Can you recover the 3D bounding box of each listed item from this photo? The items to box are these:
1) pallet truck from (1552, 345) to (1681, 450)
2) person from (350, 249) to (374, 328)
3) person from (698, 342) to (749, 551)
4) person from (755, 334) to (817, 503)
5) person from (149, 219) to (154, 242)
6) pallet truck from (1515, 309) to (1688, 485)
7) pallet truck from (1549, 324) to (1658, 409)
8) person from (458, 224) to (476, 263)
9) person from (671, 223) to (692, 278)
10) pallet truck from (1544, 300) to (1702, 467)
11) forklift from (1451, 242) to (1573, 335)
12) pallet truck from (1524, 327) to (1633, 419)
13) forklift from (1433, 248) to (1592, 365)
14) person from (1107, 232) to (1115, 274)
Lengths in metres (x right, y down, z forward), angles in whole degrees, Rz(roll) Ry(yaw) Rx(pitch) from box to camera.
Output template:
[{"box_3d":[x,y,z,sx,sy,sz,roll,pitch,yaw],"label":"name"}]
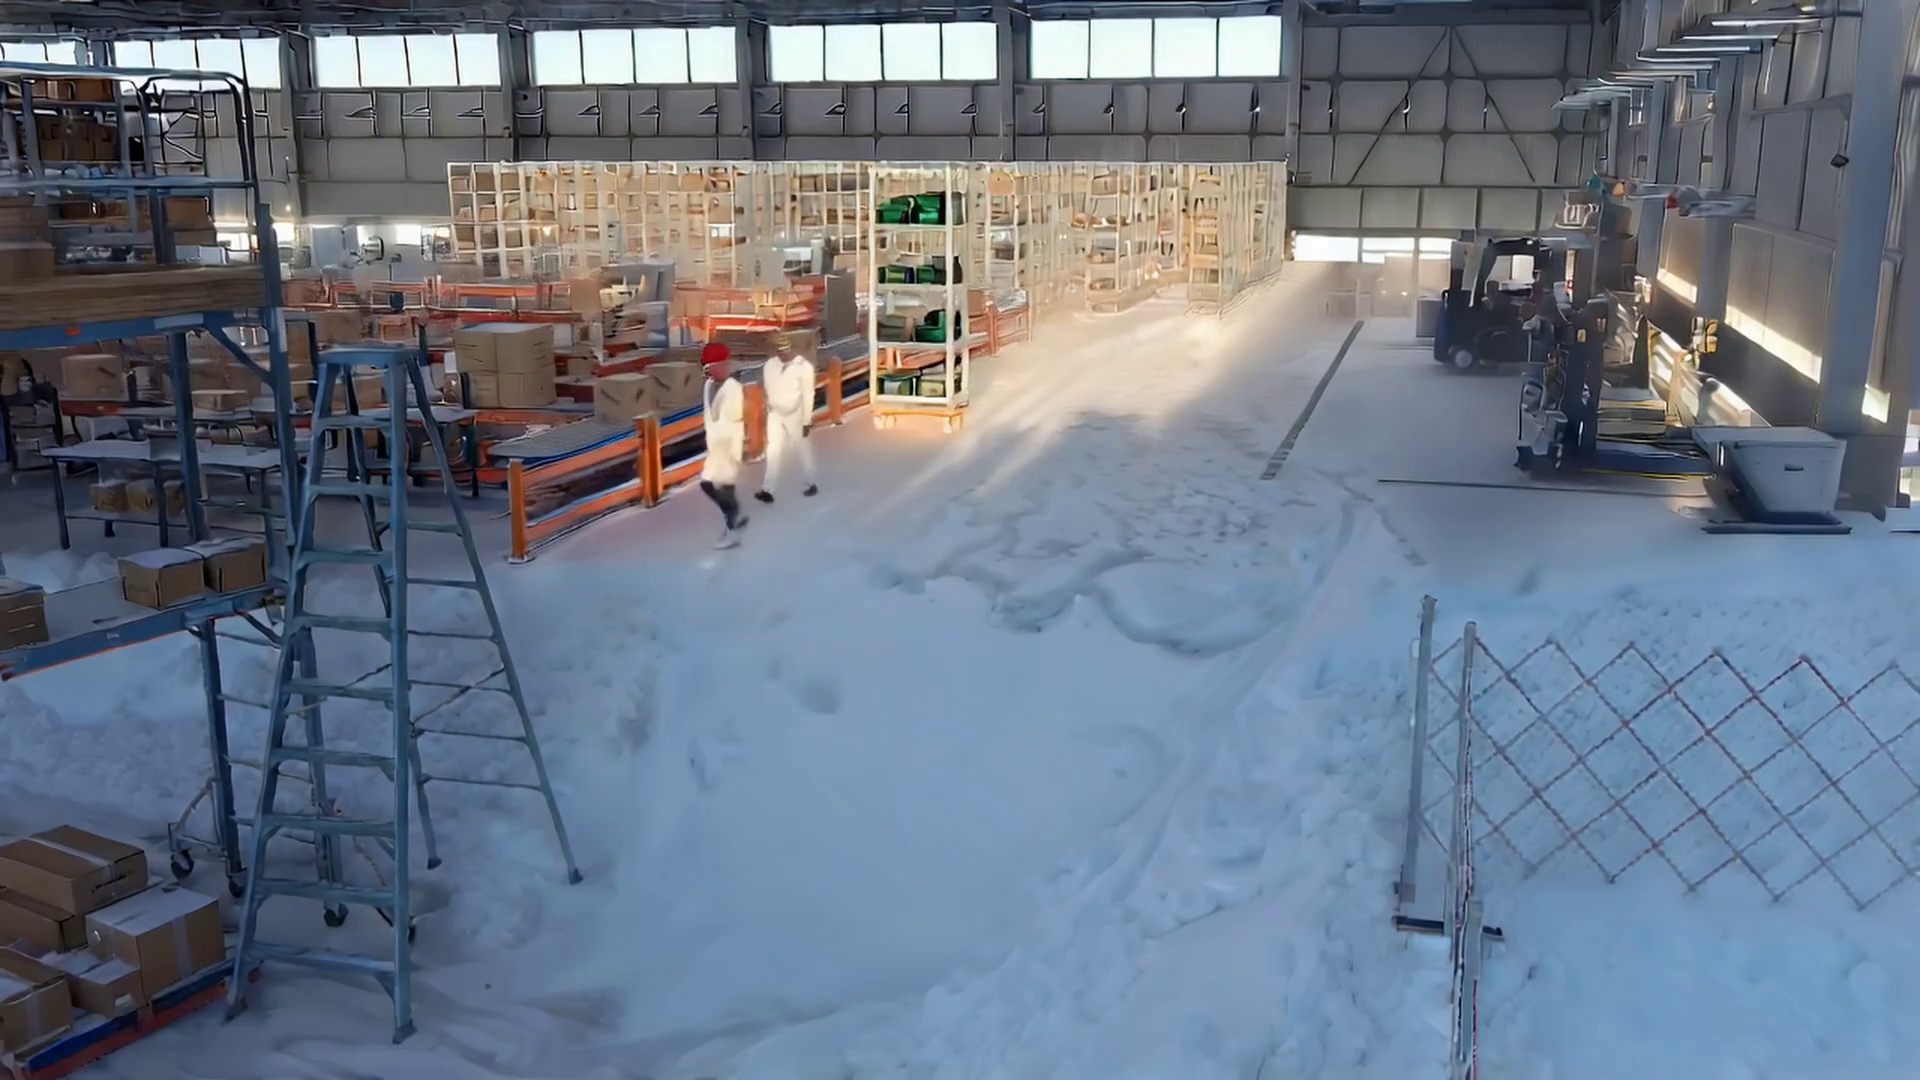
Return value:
[{"box_3d":[8.641,-1.896,21.908,1.630,1.274,0.653,4,14,16],"label":"pallet truck"},{"box_3d":[-13.155,-5.536,36.636,0.487,1.751,0.533,1,13,5],"label":"person"},{"box_3d":[-2.274,-0.895,16.013,0.606,2.029,0.467,13,18,43],"label":"person"},{"box_3d":[-1.898,-1.343,18.325,0.667,1.847,1.043,6,14,23],"label":"person"},{"box_3d":[-24.228,-8.800,50.216,0.381,1.994,0.622,-1,13,-5],"label":"person"},{"box_3d":[7.554,-1.677,19.446,1.885,1.965,0.823,3,13,14],"label":"pallet truck"},{"box_3d":[9.824,-2.669,25.407,1.601,1.201,0.680,4,14,16],"label":"pallet truck"},{"box_3d":[-14.726,-8.705,49.906,0.605,1.951,0.384,-1,13,-6],"label":"person"},{"box_3d":[-8.518,-8.882,51.023,0.950,1.777,0.603,2,13,9],"label":"person"},{"box_3d":[8.263,-1.952,20.631,1.885,1.965,0.823,5,14,20],"label":"pallet truck"},{"box_3d":[10.464,-4.597,31.405,2.680,1.987,1.157,4,14,16],"label":"forklift"},{"box_3d":[9.065,-2.460,24.370,1.522,1.261,0.704,3,13,14],"label":"pallet truck"},{"box_3d":[9.780,-4.111,29.280,2.680,1.987,1.157,3,13,14],"label":"forklift"},{"box_3d":[4.370,-8.240,48.129,0.373,1.840,0.572,4,14,17],"label":"person"}]
